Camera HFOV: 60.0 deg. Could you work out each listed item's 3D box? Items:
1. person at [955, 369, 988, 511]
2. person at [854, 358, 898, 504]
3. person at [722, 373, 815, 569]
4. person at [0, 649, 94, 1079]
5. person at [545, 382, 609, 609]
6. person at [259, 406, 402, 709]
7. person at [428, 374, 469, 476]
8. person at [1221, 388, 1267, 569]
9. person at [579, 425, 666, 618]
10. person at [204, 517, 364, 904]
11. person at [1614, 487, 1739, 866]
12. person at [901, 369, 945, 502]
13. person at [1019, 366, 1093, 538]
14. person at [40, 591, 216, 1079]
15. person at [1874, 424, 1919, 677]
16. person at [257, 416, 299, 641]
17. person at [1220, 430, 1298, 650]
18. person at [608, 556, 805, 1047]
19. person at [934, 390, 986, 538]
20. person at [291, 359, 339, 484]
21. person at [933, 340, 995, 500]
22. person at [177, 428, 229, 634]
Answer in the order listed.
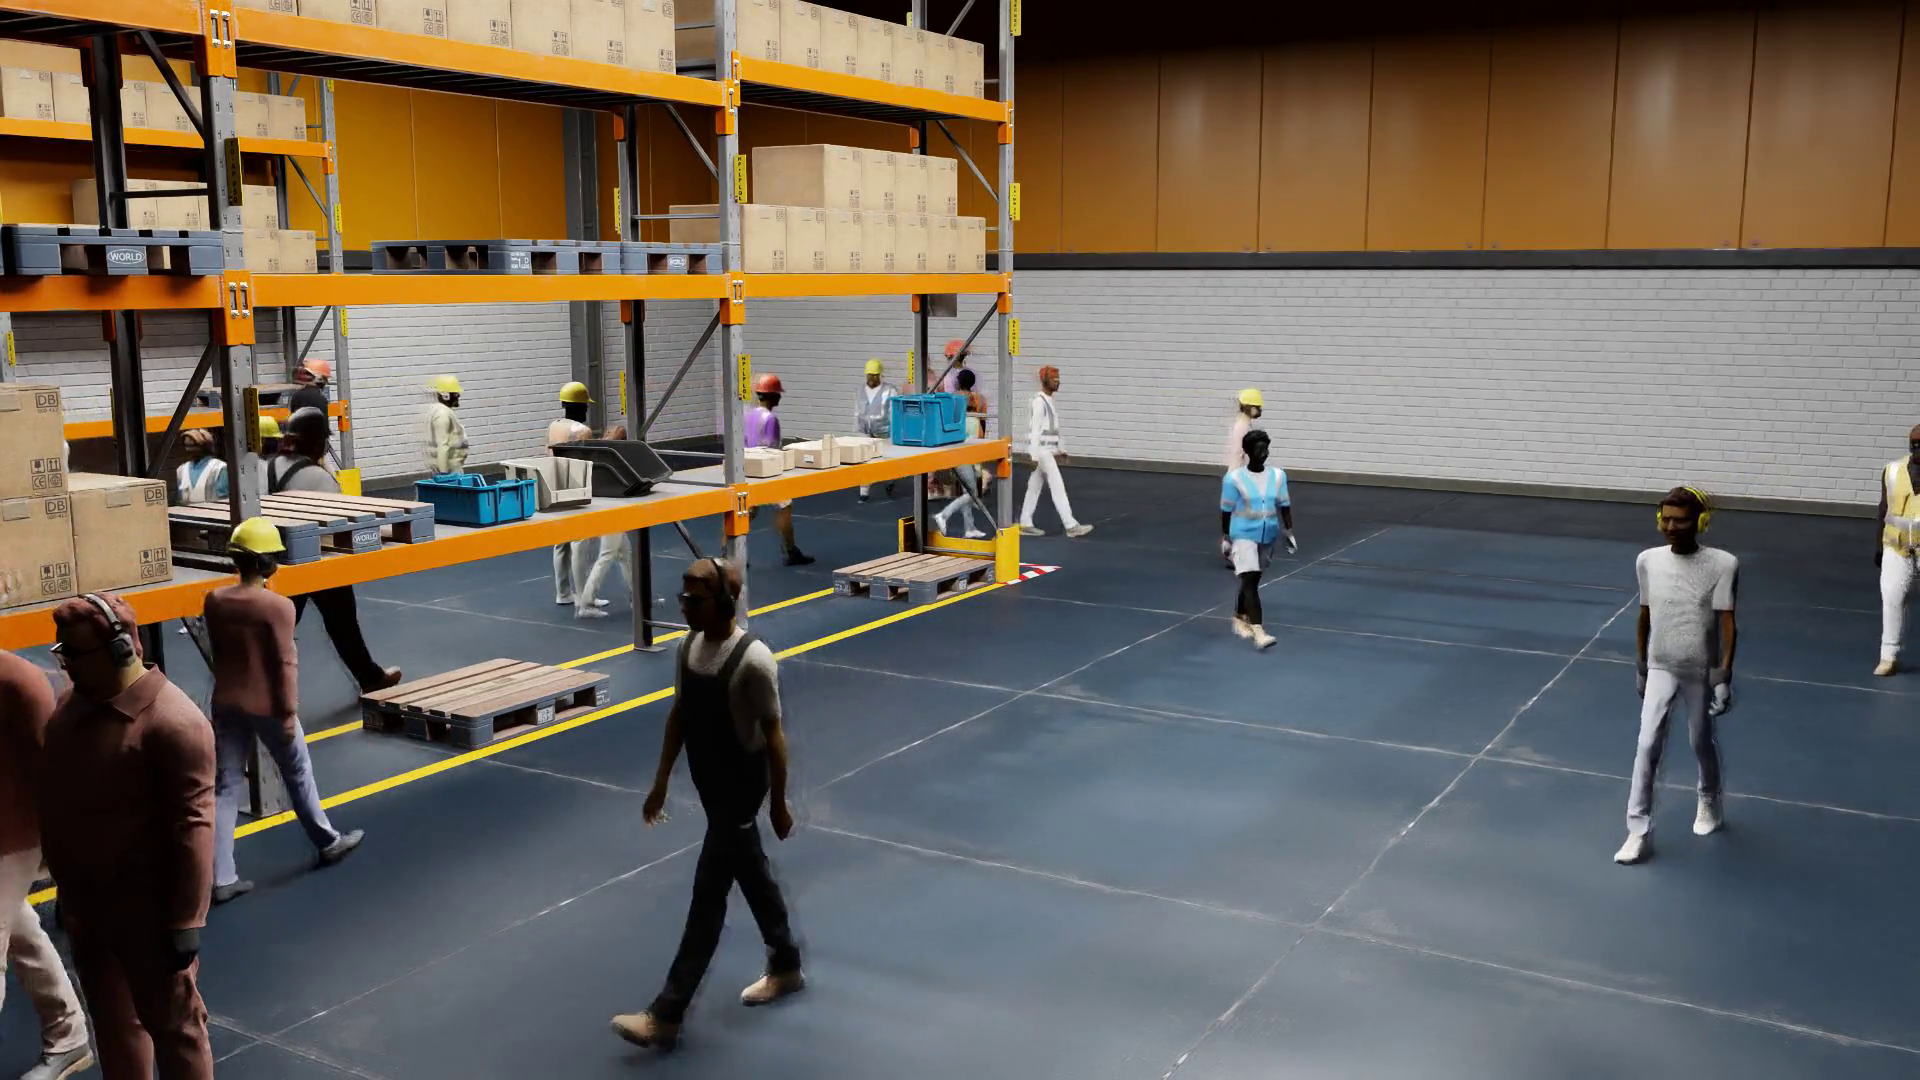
[{"bbox_3d":[0.078,-1.197,19.954,0.535,1.700,0.318,-4,10,-24],"label":"person"},{"bbox_3d":[-1.028,-1.374,20.739,0.596,1.798,0.752,3,9,16],"label":"person"},{"bbox_3d":[-1.891,-0.654,15.980,0.972,1.895,0.556,-6,11,-32],"label":"person"},{"bbox_3d":[-3.269,1.008,5.428,0.597,1.935,0.997,3,10,21],"label":"person"},{"bbox_3d":[-3.280,-0.382,14.158,0.589,1.927,0.387,8,12,41],"label":"person"},{"bbox_3d":[-4.204,0.095,10.827,0.691,2.000,1.018,6,11,31],"label":"person"},{"bbox_3d":[-5.391,-0.825,17.318,0.804,1.805,0.596,-4,10,-21],"label":"person"},{"bbox_3d":[2.714,-0.567,15.841,0.393,1.751,0.542,2,9,14],"label":"person"},{"bbox_3d":[-2.841,-0.155,13.787,0.790,1.589,0.495,-5,11,-30],"label":"person"},{"bbox_3d":[-3.199,0.749,7.699,0.541,1.724,0.870,3,10,18],"label":"person"},{"bbox_3d":[3.575,0.630,8.179,0.532,1.828,0.968,7,12,38],"label":"person"},{"bbox_3d":[-0.457,-1.402,20.767,0.647,1.852,0.880,5,11,30],"label":"person"},{"bbox_3d":[1.042,-0.938,17.890,0.917,1.848,0.580,2,9,10],"label":"person"},{"bbox_3d":[-2.540,1.093,5.040,0.639,1.902,0.407,5,10,27],"label":"person"},{"bbox_3d":[6.876,0.048,11.869,0.909,1.802,0.621,-9,12,-43],"label":"person"},{"bbox_3d":[-5.301,-0.082,12.840,0.489,1.755,0.530,-4,10,-22],"label":"person"},{"bbox_3d":[2.274,-0.007,12.638,0.544,1.644,0.861,-3,10,-19],"label":"person"},{"bbox_3d":[-0.947,0.953,6.213,0.962,1.794,0.509,-8,12,-40],"label":"person"},{"bbox_3d":[0.000,-0.800,17.751,0.598,1.607,0.509,-5,11,-30],"label":"person"},{"bbox_3d":[-6.797,-0.946,17.627,0.643,1.928,1.014,6,11,33],"label":"person"},{"bbox_3d":[0.029,-1.485,20.754,0.809,2.022,0.617,7,11,37],"label":"person"},{"bbox_3d":[-5.987,-0.094,13.300,0.516,1.618,0.687,2,9,13],"label":"person"}]
